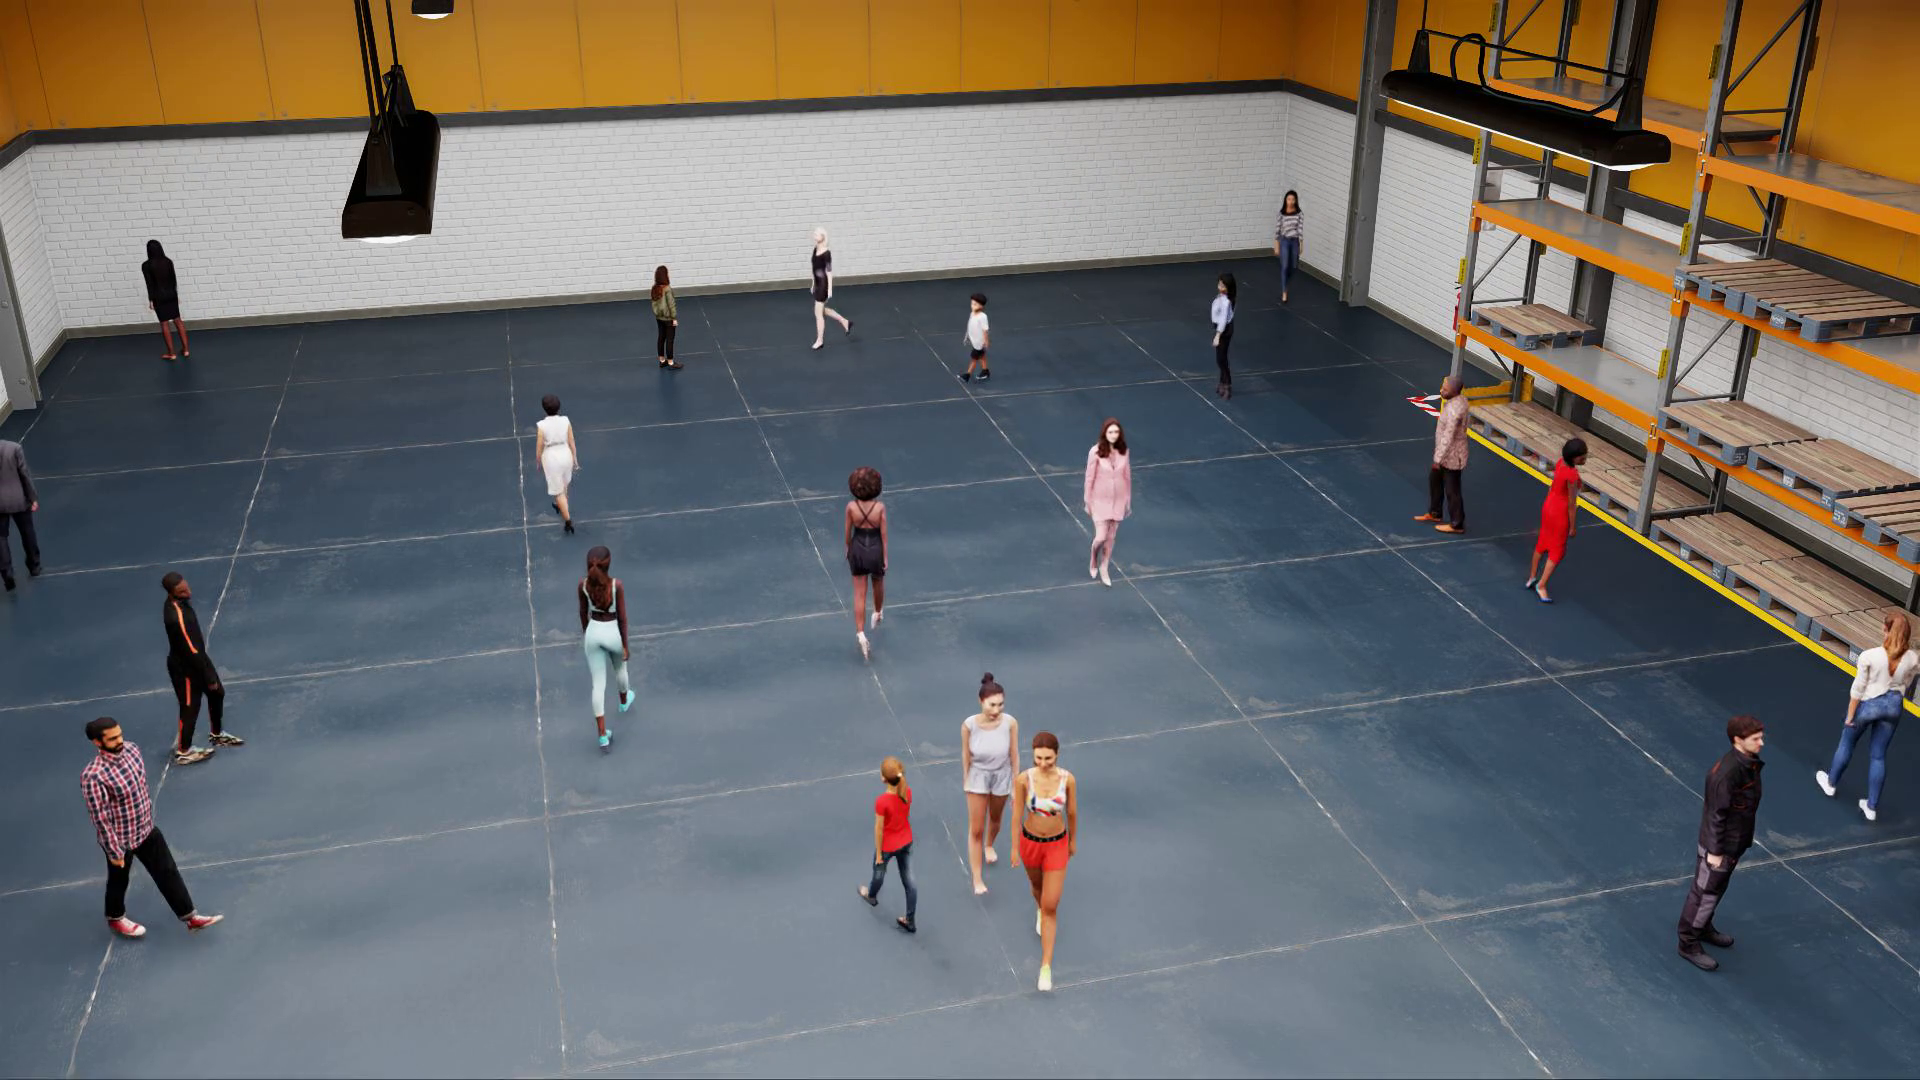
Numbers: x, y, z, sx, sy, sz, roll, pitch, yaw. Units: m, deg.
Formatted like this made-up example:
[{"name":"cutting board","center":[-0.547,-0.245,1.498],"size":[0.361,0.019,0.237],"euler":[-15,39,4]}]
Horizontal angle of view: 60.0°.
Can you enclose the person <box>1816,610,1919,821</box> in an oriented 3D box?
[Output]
[{"name":"person","center":[7.084,1.353,12.802],"size":[0.788,1.712,0.933],"euler":[2,24,4]}]

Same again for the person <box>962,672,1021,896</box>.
[{"name":"person","center":[0.219,1.699,12.157],"size":[0.644,1.596,0.999],"euler":[-2,24,-5]}]

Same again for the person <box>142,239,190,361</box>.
[{"name":"person","center":[-11.383,-3.453,23.788],"size":[0.707,1.720,0.674],"euler":[16,28,32]}]

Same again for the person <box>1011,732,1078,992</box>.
[{"name":"person","center":[0.558,2.036,11.212],"size":[0.872,1.735,1.222],"euler":[2,24,5]}]

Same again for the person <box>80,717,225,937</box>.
[{"name":"person","center":[-5.737,1.984,11.341],"size":[1.128,1.727,1.181],"euler":[6,24,14]}]

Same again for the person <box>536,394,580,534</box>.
[{"name":"person","center":[-4.312,-0.791,17.948],"size":[0.771,1.519,1.041],"euler":[-15,28,-31]}]

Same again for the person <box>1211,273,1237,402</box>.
[{"name":"person","center":[3.522,-2.748,22.166],"size":[0.859,1.725,0.701],"euler":[11,26,23]}]

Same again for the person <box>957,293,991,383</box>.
[{"name":"person","center":[0.298,-2.787,22.873],"size":[0.760,1.232,0.841],"euler":[-18,29,-35]}]

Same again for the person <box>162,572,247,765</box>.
[{"name":"person","center":[-6.293,1.029,13.474],"size":[0.793,1.767,0.668],"euler":[-13,27,-26]}]

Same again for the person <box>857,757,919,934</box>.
[{"name":"person","center":[-0.407,2.142,11.526],"size":[0.649,1.288,0.882],"euler":[-16,28,-32]}]

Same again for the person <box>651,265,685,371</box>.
[{"name":"person","center":[-4.142,-3.135,23.363],"size":[0.613,1.476,0.717],"euler":[20,31,39]}]

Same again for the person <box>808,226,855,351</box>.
[{"name":"person","center":[-1.915,-3.669,24.167],"size":[0.790,1.812,0.985],"euler":[-13,27,-26]}]

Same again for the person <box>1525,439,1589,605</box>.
[{"name":"person","center":[5.841,-0.239,16.430],"size":[0.799,1.724,0.526],"euler":[-7,25,-15]}]

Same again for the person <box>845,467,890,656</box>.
[{"name":"person","center":[-0.871,0.224,15.345],"size":[0.776,1.744,1.132],"euler":[1,24,2]}]

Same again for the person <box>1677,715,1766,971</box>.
[{"name":"person","center":[5.127,1.991,11.185],"size":[0.795,1.839,0.796],"euler":[19,30,37]}]

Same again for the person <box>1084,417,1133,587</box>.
[{"name":"person","center":[1.468,-0.410,16.736],"size":[0.620,1.792,0.638],"euler":[-7,25,-16]}]

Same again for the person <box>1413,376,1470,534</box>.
[{"name":"person","center":[5.373,-0.891,17.848],"size":[0.998,1.782,0.939],"euler":[10,26,23]}]

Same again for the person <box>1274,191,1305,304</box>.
[{"name":"person","center":[5.241,-4.688,26.539],"size":[0.743,1.779,0.861],"euler":[2,24,5]}]

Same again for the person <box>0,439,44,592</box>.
[{"name":"person","center":[-9.542,-0.373,16.620],"size":[0.865,1.816,1.125],"euler":[-11,26,-23]}]

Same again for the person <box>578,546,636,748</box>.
[{"name":"person","center":[-2.984,0.905,13.868],"size":[0.802,1.680,1.177],"euler":[1,24,2]}]
